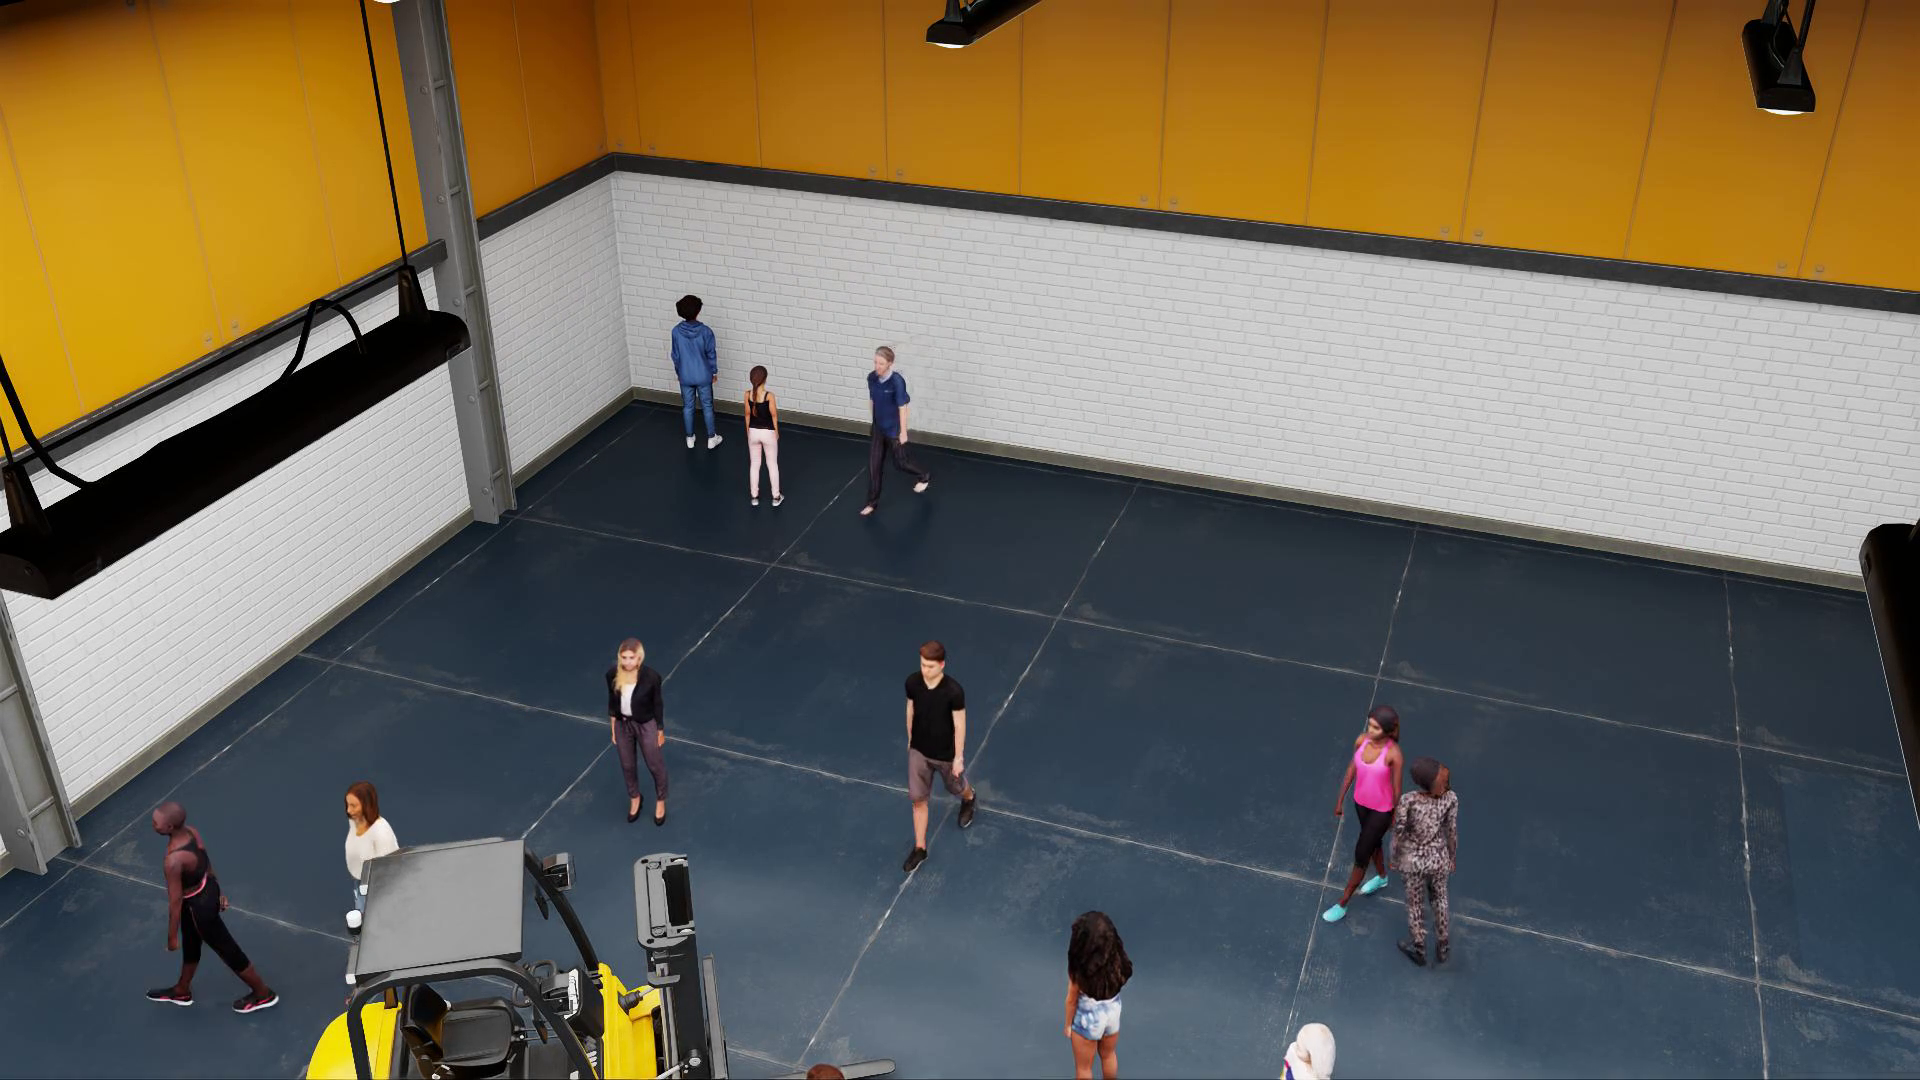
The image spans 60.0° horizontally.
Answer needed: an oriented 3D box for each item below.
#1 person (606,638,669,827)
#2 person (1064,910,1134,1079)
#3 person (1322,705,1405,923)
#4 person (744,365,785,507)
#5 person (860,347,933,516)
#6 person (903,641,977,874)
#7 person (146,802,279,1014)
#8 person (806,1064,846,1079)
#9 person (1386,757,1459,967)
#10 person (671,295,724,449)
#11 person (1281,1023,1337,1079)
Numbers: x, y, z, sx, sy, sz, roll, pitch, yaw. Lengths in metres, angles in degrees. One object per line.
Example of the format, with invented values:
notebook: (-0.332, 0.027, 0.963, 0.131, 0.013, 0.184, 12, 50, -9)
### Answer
person: (-2.467, 1.461, 12.771, 0.625, 1.668, 0.578, 4, 29, 8)
person: (0.827, 2.920, 10.146, 0.651, 1.621, 0.728, -19, 34, -31)
person: (3.036, 1.891, 11.962, 1.082, 1.689, 0.917, -20, 34, -32)
person: (-2.091, -1.108, 17.591, 0.540, 1.562, 0.532, 5, 29, 9)
person: (-0.676, -1.188, 17.460, 0.924, 1.829, 1.250, 22, 35, 34)
person: (-0.121, 1.521, 12.491, 0.743, 1.831, 1.236, 12, 31, 21)
person: (-4.872, 2.430, 10.932, 1.020, 1.728, 1.107, -5, 29, -8)
person: (-0.671, 3.506, 9.041, 0.715, 1.650, 0.584, 22, 35, 34)
person: (3.194, 2.209, 11.375, 0.776, 1.692, 0.750, 3, 29, 6)
person: (-2.987, -1.900, 18.783, 0.728, 1.811, 0.660, 3, 29, 5)
person: (1.892, 3.334, 9.192, 0.780, 1.807, 0.668, -7, 29, -13)
